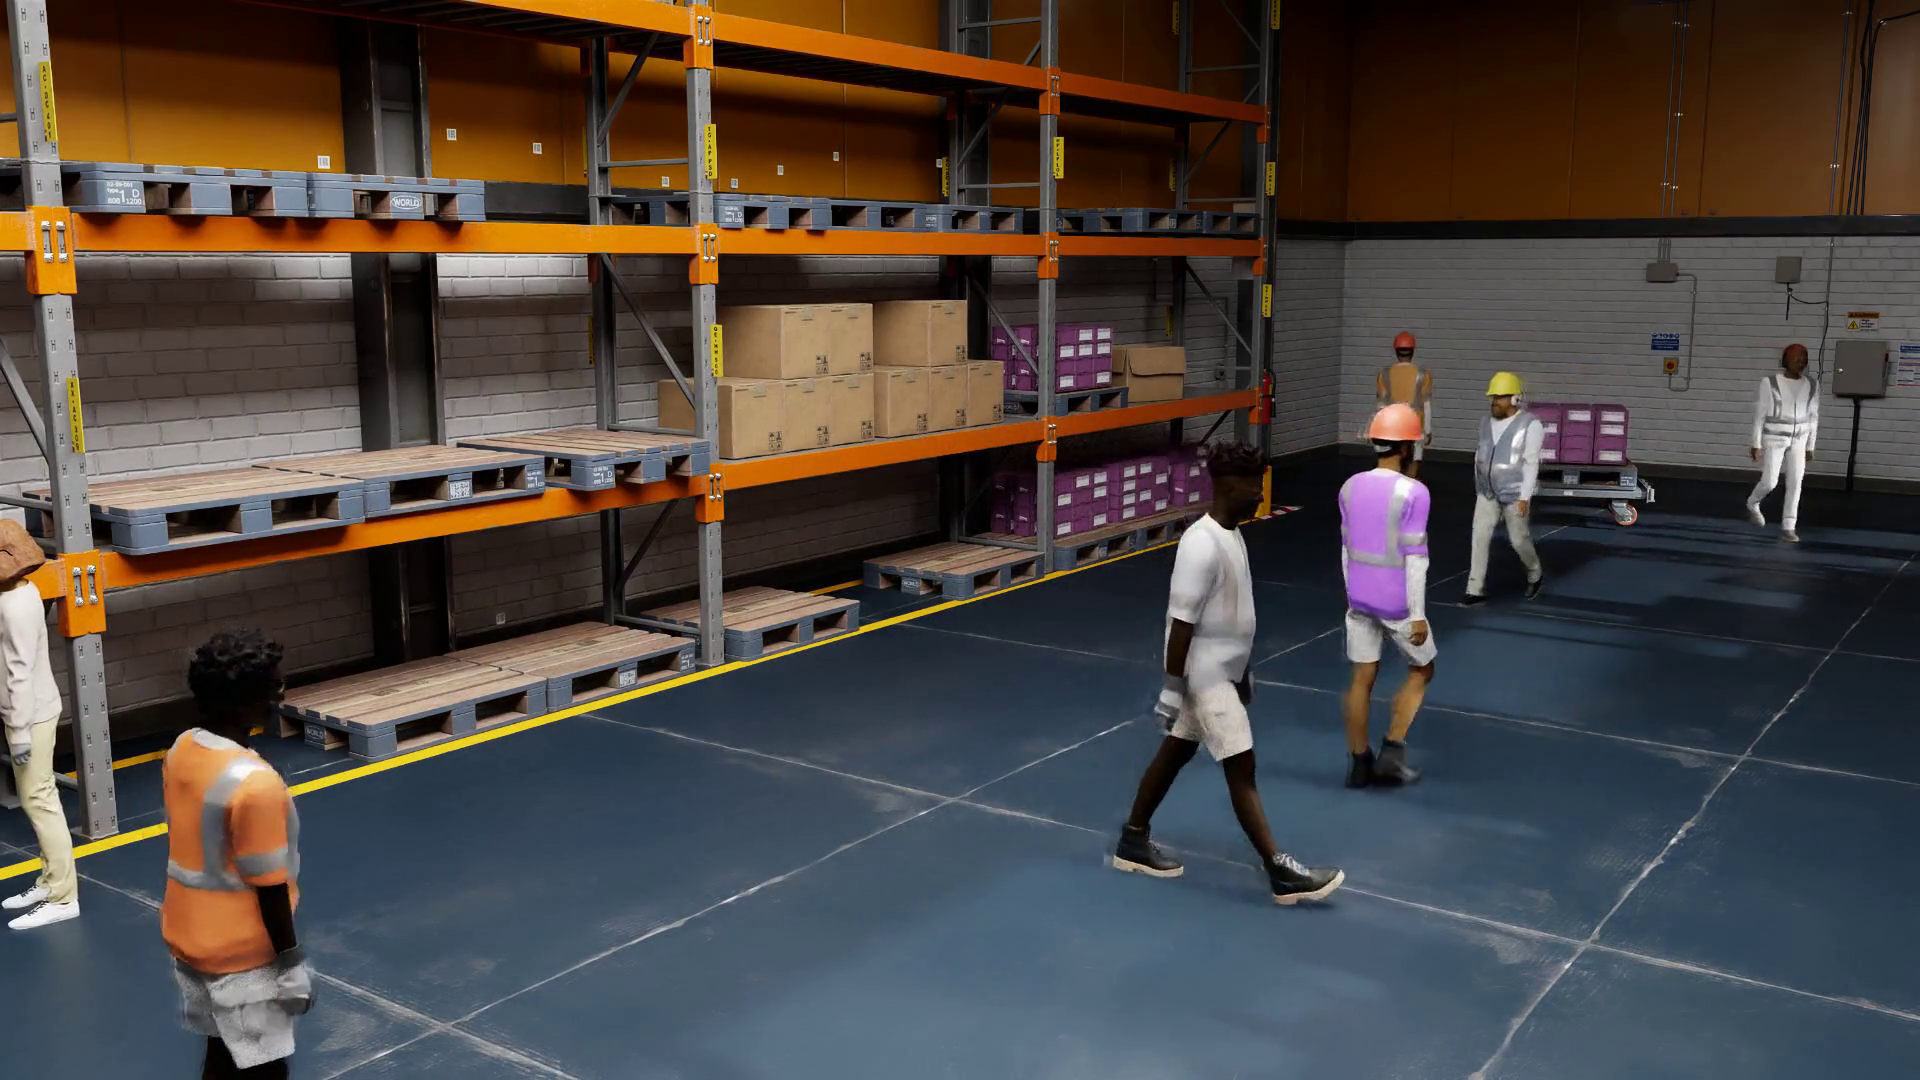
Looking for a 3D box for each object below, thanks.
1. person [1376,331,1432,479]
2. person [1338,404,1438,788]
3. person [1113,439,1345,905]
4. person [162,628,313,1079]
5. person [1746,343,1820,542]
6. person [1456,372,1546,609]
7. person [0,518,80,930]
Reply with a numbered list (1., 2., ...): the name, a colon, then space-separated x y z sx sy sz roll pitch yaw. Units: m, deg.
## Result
1. person: 4.490 -1.155 16.878 0.566 1.918 0.569 4 10 23
2. person: 2.150 0.287 8.267 0.496 1.924 0.569 -7 12 -35
3. person: 1.093 0.535 6.886 1.014 1.906 0.618 3 10 18
4. person: -1.893 1.064 4.373 0.593 1.682 0.316 9 13 43
5. person: 7.748 -0.934 15.724 0.610 1.865 0.645 0 10 -1
6. person: 4.174 -0.386 12.663 0.835 1.801 0.594 -8 12 -39
7. person: -3.718 0.719 6.599 0.281 1.625 0.494 -5 11 -29
